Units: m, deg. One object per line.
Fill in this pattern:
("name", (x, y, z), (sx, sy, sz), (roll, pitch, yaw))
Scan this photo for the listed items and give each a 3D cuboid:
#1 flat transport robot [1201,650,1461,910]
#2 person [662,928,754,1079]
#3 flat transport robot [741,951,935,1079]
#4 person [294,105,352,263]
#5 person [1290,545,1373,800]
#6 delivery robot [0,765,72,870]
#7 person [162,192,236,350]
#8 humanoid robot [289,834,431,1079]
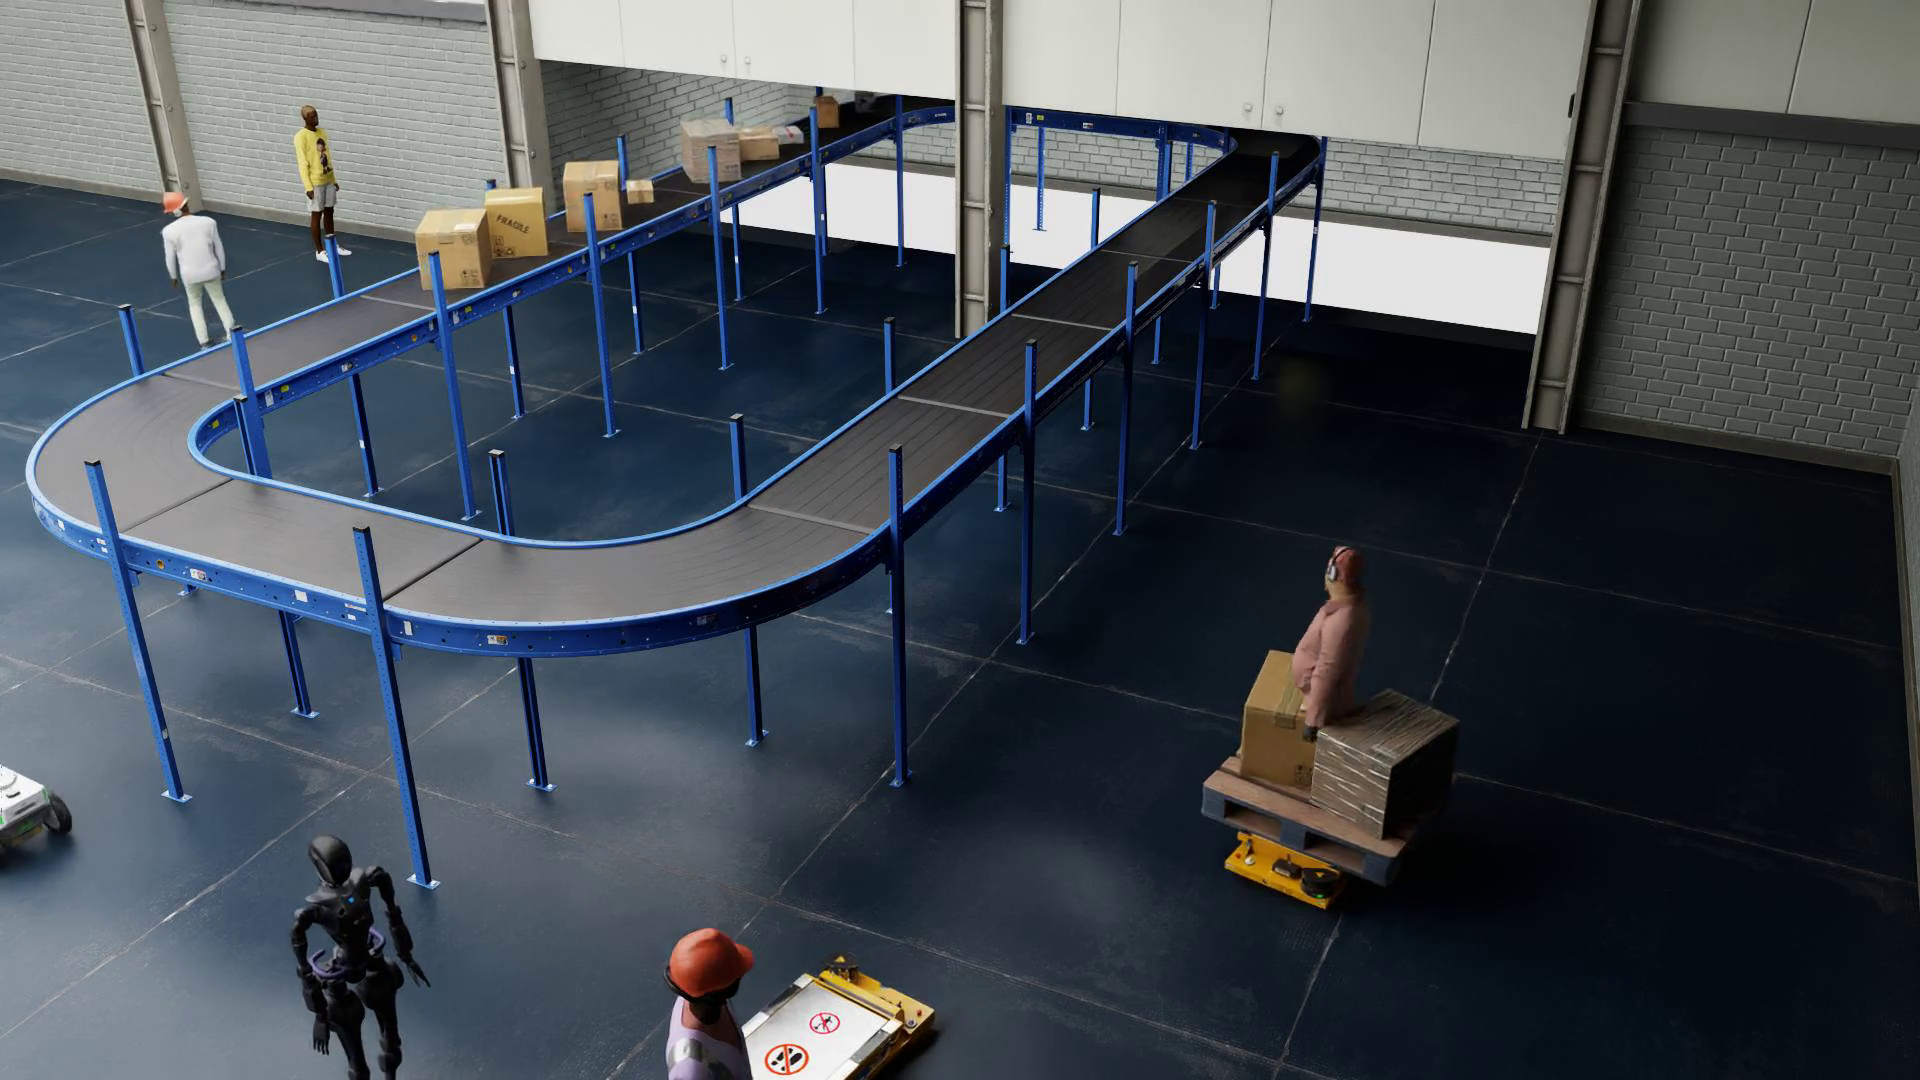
("flat transport robot", (2.220, 1.690, 10.071), (0.659, 0.231, 1.431), (18, 32, 32))
("person", (-0.955, 2.392, 6.661), (0.361, 2.047, 0.611), (-2, 26, -4))
("flat transport robot", (-0.806, 2.601, 8.234), (0.659, 0.231, 1.431), (17, 31, 31))
("person", (-7.897, -4.398, 20.507), (0.377, 1.899, 0.540), (8, 28, 16))
("person", (2.104, 0.926, 9.822), (0.529, 1.862, 0.676), (7, 27, 13))
("delivery robot", (-5.779, 1.592, 9.969), (0.818, 0.614, 0.499), (15, 30, 27))
("person", (-8.054, -2.847, 17.586), (0.585, 1.718, 0.371), (-21, 33, -35))
("humanoid robot", (-2.770, 2.063, 7.733), (0.362, 1.655, 0.590), (17, 31, 31))
